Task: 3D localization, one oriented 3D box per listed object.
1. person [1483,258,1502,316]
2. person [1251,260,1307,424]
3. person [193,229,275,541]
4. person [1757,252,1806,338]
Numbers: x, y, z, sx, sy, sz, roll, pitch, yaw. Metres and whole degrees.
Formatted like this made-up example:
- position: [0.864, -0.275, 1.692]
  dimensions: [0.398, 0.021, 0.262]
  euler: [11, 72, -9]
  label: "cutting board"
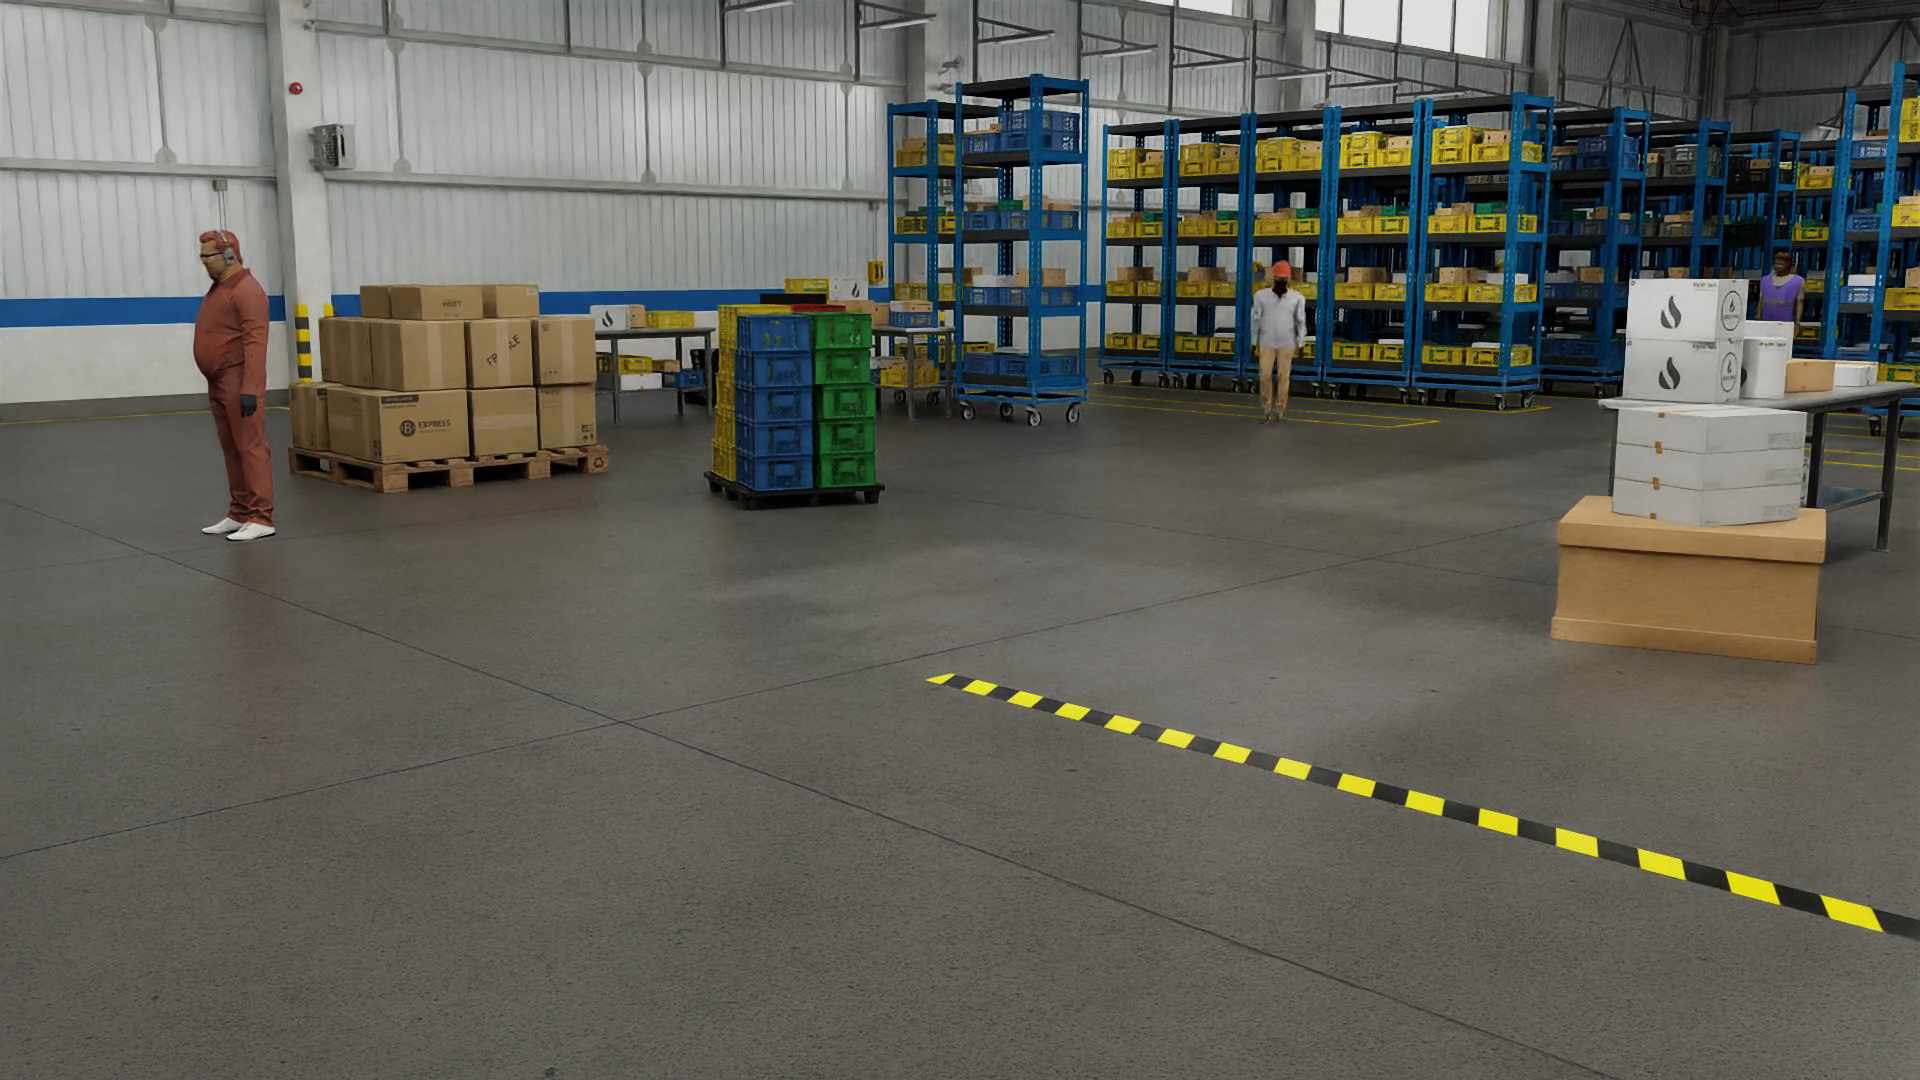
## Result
- position: [11.964, -5.388, 37.194]
  dimensions: [0.605, 1.819, 0.590]
  euler: [6, 11, 34]
  label: "person"
- position: [3.362, -2.077, 17.571]
  dimensions: [0.588, 1.716, 0.770]
  euler: [2, 10, 11]
  label: "person"
- position: [-4.493, -0.949, 10.263]
  dimensions: [0.409, 1.903, 0.639]
  euler: [-9, 13, -43]
  label: "person"
- position: [10.588, -2.788, 21.506]
  dimensions: [0.390, 1.838, 0.564]
  euler: [-9, 13, -43]
  label: "person"
